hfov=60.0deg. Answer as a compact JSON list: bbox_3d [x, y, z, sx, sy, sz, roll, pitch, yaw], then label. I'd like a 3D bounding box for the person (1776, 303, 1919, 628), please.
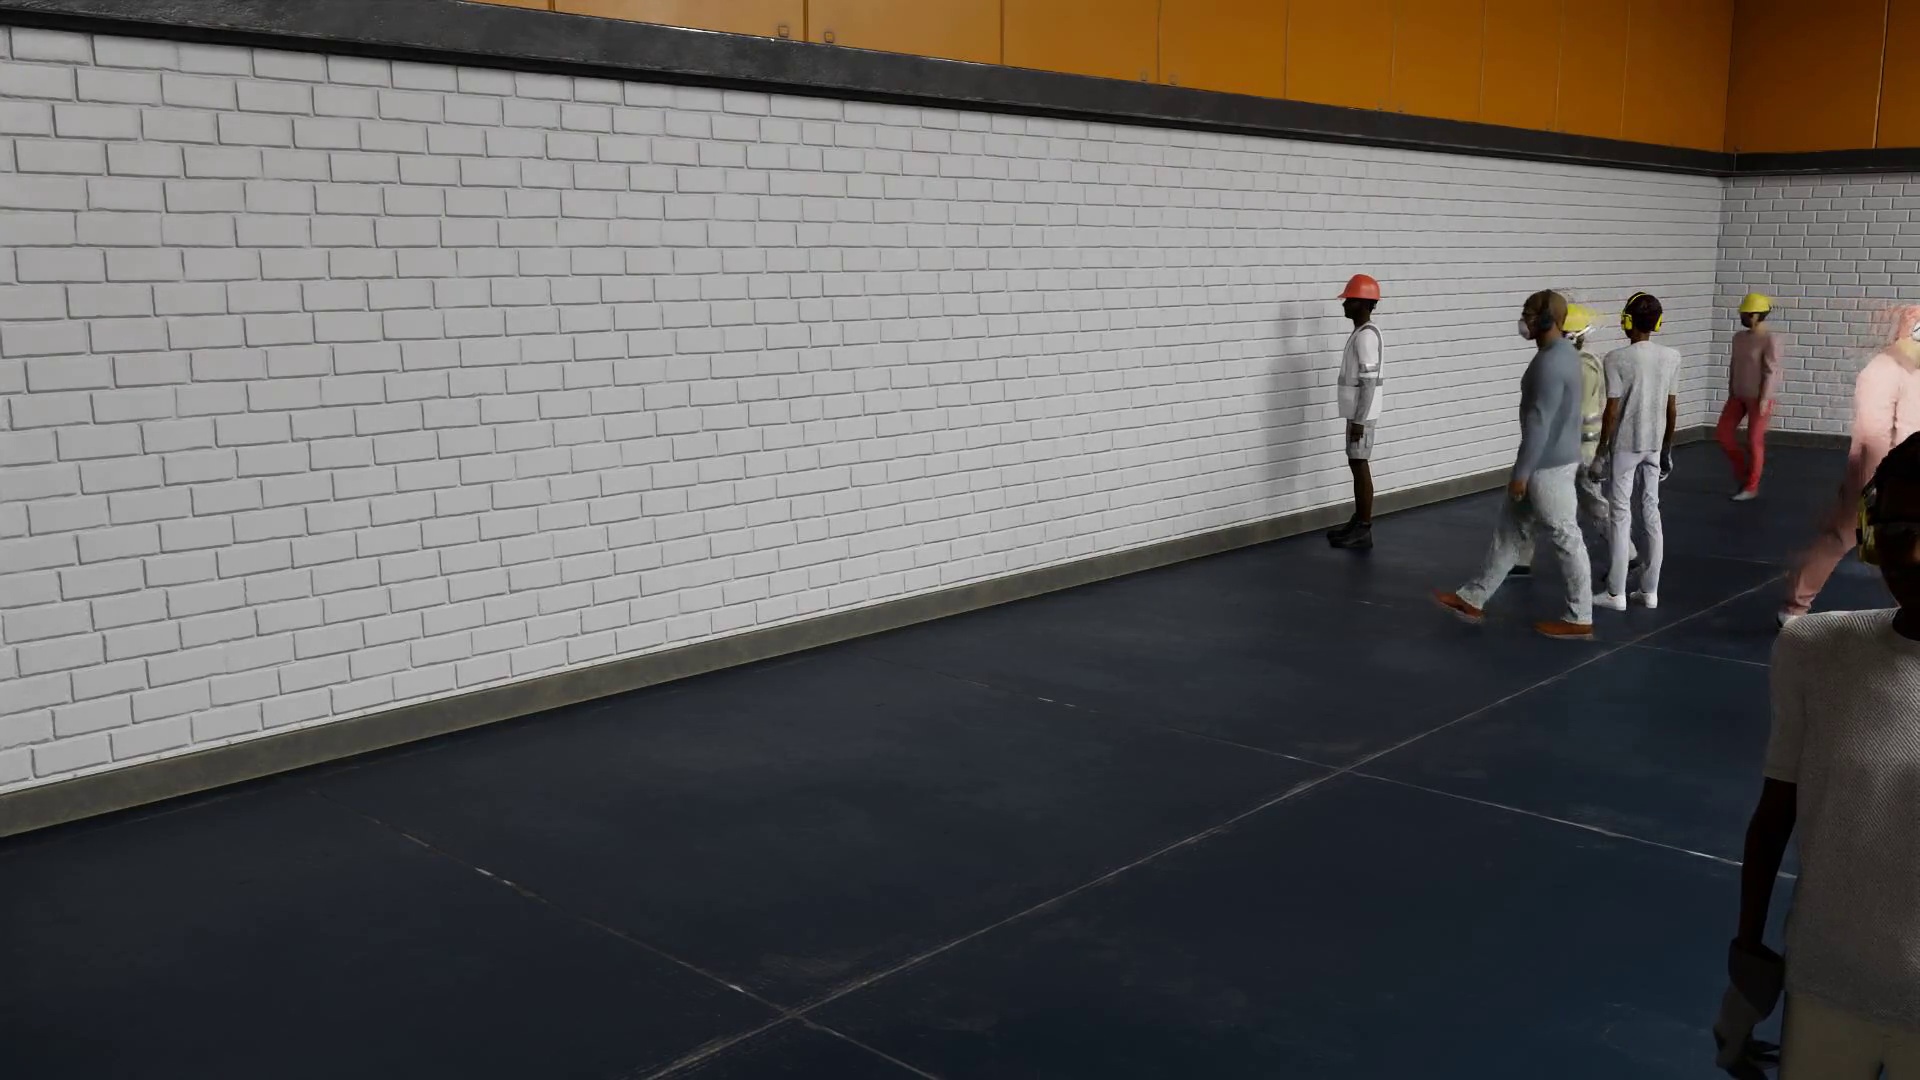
[{"bbox_3d":[4.869,-0.315,8.765,0.711,1.841,1.027,-8,12,-37],"label":"person"}]

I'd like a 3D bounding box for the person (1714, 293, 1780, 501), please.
[{"bbox_3d":[6.609,-1.191,13.960,0.371,1.750,0.545,-3,10,-17],"label":"person"}]

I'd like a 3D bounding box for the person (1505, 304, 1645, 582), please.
[{"bbox_3d":[3.929,-0.606,10.580,0.944,1.788,0.578,0,10,1],"label":"person"}]

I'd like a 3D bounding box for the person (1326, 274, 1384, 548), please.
[{"bbox_3d":[2.830,-0.915,11.867,0.342,1.942,0.552,2,10,10],"label":"person"}]

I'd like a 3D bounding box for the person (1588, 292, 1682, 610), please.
[{"bbox_3d":[3.963,-0.517,9.810,0.521,1.873,0.328,-2,10,-12],"label":"person"}]

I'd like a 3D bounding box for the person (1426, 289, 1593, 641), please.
[{"bbox_3d":[3.051,-0.405,9.085,0.957,1.896,0.656,4,11,20],"label":"person"}]

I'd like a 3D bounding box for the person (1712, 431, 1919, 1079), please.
[{"bbox_3d":[1.457,0.750,2.610,0.512,1.868,0.328,8,13,40],"label":"person"}]
